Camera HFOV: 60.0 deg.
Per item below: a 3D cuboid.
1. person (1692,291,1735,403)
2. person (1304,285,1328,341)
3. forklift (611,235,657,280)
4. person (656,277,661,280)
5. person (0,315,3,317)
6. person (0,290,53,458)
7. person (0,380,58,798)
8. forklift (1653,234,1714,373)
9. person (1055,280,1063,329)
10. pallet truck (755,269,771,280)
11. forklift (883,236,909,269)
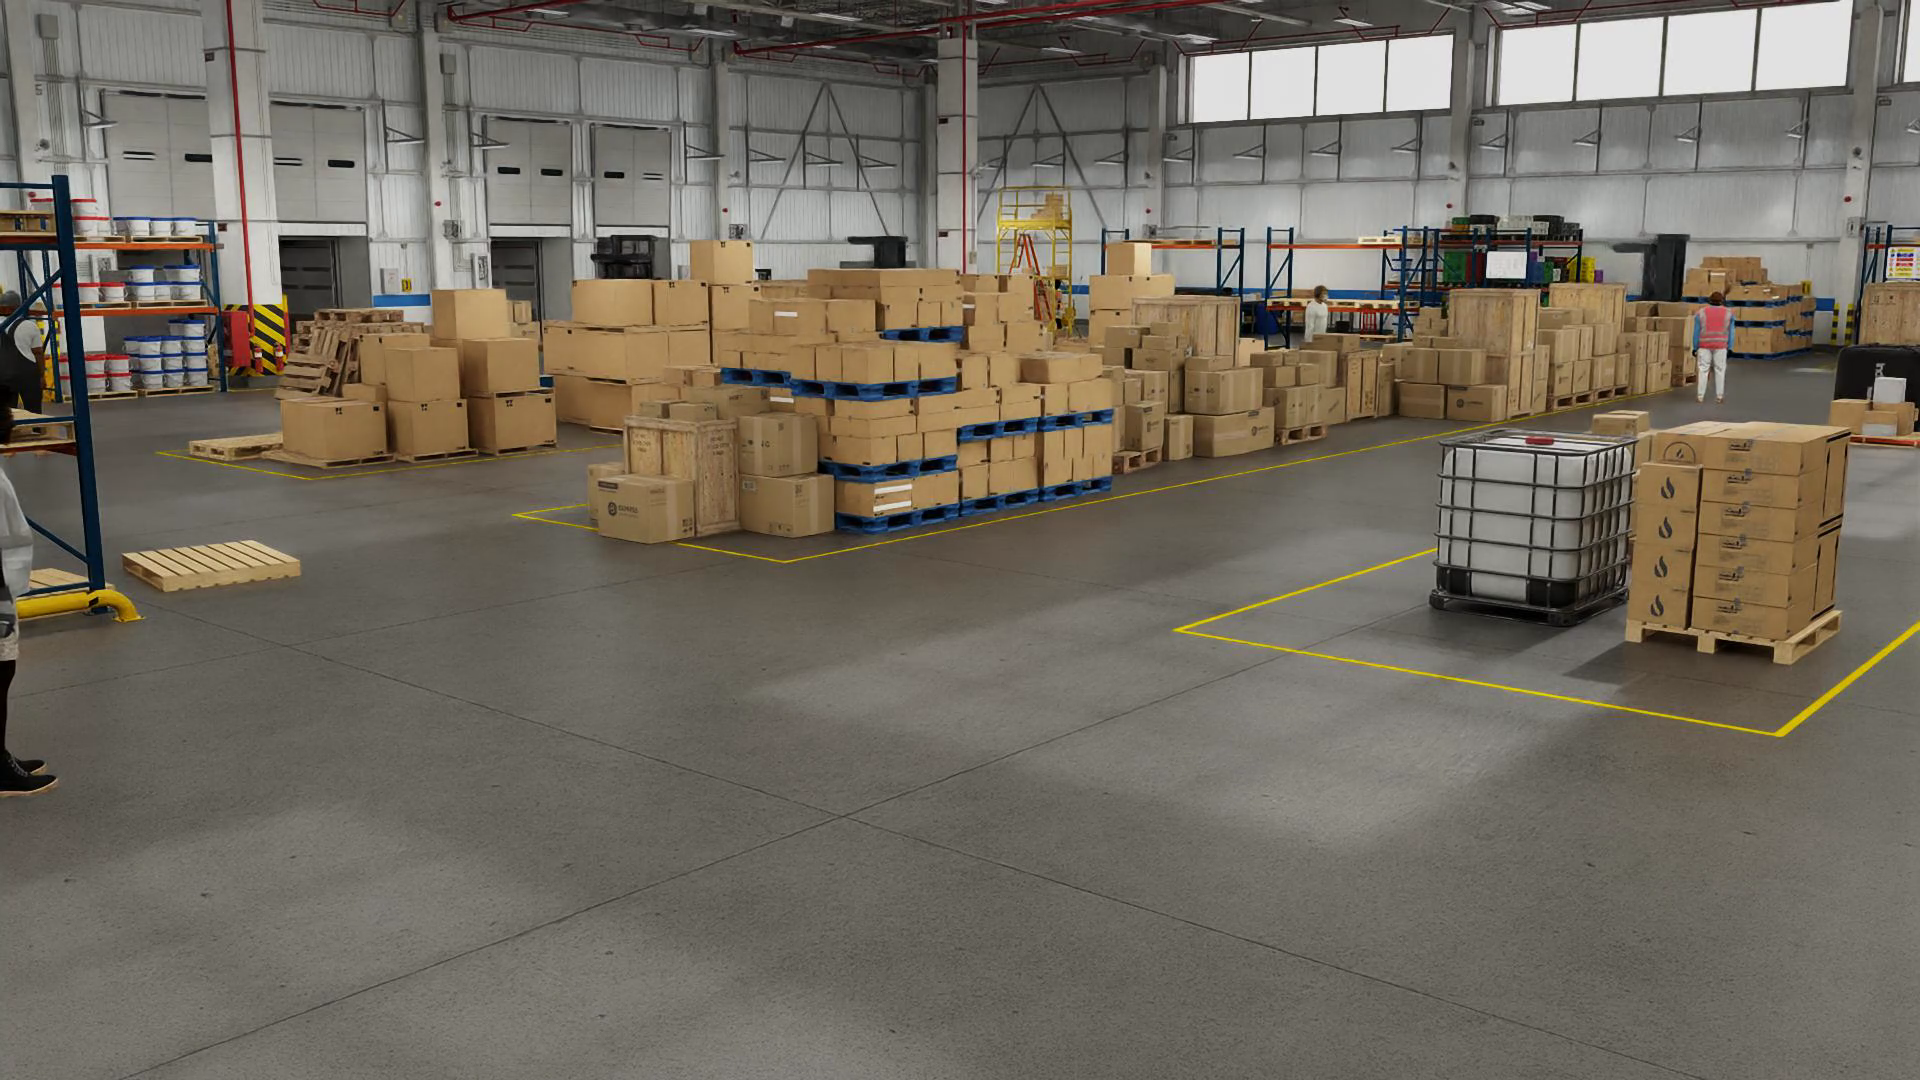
[{"bbox_3d":[12.385,-3.159,27.366,0.638,1.837,0.435,4,11,21],"label":"person"},{"bbox_3d":[6.077,-3.382,28.381,0.388,1.932,0.622,7,12,35],"label":"person"},{"bbox_3d":[-6.928,-5.125,35.573,1.129,2.768,1.873,2,10,13],"label":"forklift"},{"bbox_3d":[-6.522,-4.725,36.011,0.636,1.931,0.377,-5,11,-25],"label":"person"},{"bbox_3d":[-18.202,-3.918,31.451,0.400,1.918,0.586,-4,11,-20],"label":"person"},{"bbox_3d":[-11.498,-2.024,20.303,0.684,2.000,0.538,-2,10,-12],"label":"person"},{"bbox_3d":[-4.514,0.215,7.766,0.361,1.963,0.613,-7,12,-35],"label":"person"},{"bbox_3d":[14.223,-4.736,33.359,1.873,2.768,1.129,8,13,40],"label":"forklift"},{"bbox_3d":[2.732,-6.464,46.565,0.317,1.695,0.540,-1,10,-4],"label":"person"},{"bbox_3d":[-4.996,-6.432,45.525,1.885,1.965,0.823,-6,12,-32],"label":"pallet truck"},{"bbox_3d":[-1.509,-5.786,39.336,1.873,2.768,1.129,2,10,14],"label":"forklift"}]
